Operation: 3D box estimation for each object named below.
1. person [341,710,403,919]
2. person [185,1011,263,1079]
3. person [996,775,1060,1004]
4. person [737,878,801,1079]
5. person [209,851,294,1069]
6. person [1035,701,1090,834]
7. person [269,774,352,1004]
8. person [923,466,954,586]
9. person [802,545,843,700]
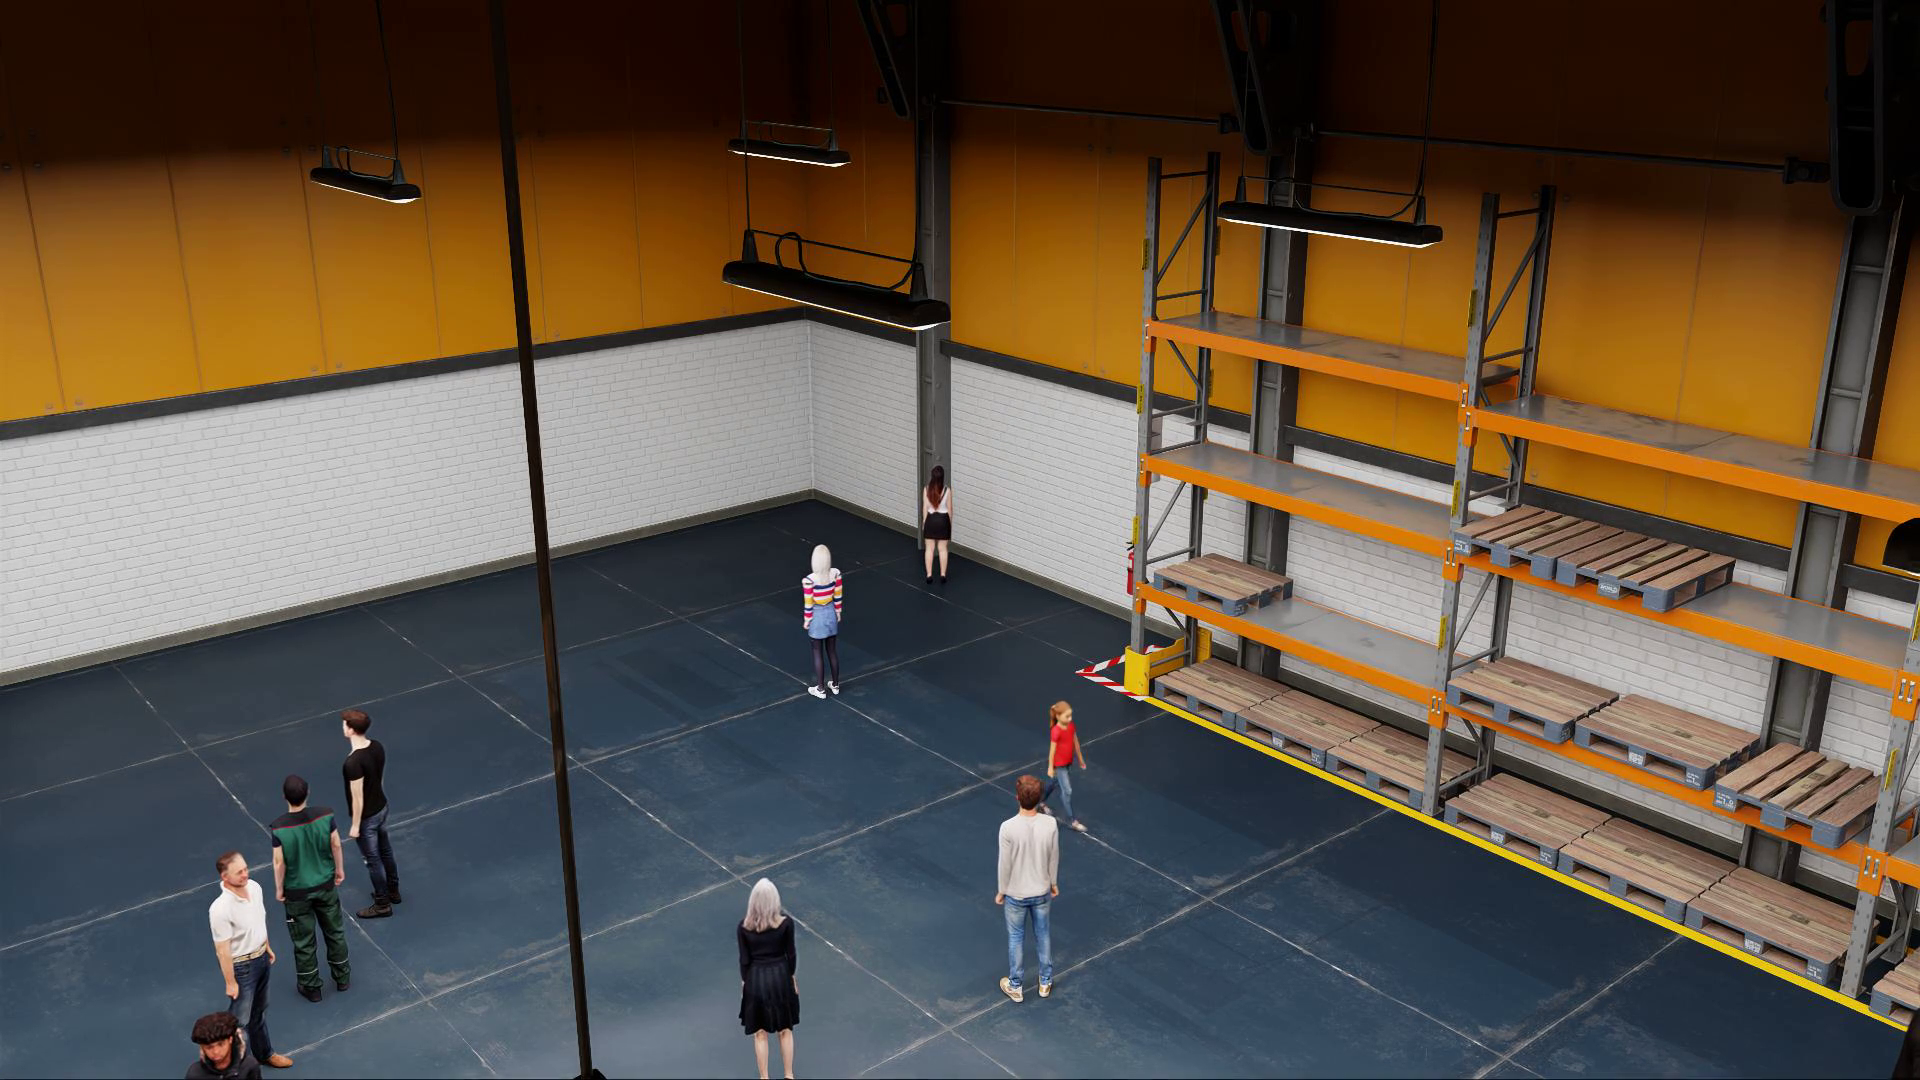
[{"bbox_3d":[-5.089,2.345,14.334,0.802,1.895,0.750,2,19,6],"label":"person"},{"bbox_3d":[-4.560,3.733,10.392,0.663,1.781,0.652,-10,21,-28],"label":"person"},{"bbox_3d":[0.535,2.748,13.125,0.746,1.902,0.730,-5,19,-13],"label":"person"},{"bbox_3d":[-1.375,3.221,11.967,0.697,1.747,0.719,-3,19,-9],"label":"person"},{"bbox_3d":[-5.239,3.098,12.161,0.775,1.855,0.754,5,19,14],"label":"person"},{"bbox_3d":[0.927,2.126,15.950,0.950,1.280,0.622,14,23,35],"label":"person"},{"bbox_3d":[-5.155,2.735,13.171,0.677,1.899,0.548,-14,23,-37],"label":"person"},{"bbox_3d":[-0.303,-0.193,22.260,0.635,1.648,0.679,0,19,-1],"label":"person"},{"bbox_3d":[-1.541,0.900,18.759,0.665,1.809,0.534,-13,23,-34],"label":"person"}]
